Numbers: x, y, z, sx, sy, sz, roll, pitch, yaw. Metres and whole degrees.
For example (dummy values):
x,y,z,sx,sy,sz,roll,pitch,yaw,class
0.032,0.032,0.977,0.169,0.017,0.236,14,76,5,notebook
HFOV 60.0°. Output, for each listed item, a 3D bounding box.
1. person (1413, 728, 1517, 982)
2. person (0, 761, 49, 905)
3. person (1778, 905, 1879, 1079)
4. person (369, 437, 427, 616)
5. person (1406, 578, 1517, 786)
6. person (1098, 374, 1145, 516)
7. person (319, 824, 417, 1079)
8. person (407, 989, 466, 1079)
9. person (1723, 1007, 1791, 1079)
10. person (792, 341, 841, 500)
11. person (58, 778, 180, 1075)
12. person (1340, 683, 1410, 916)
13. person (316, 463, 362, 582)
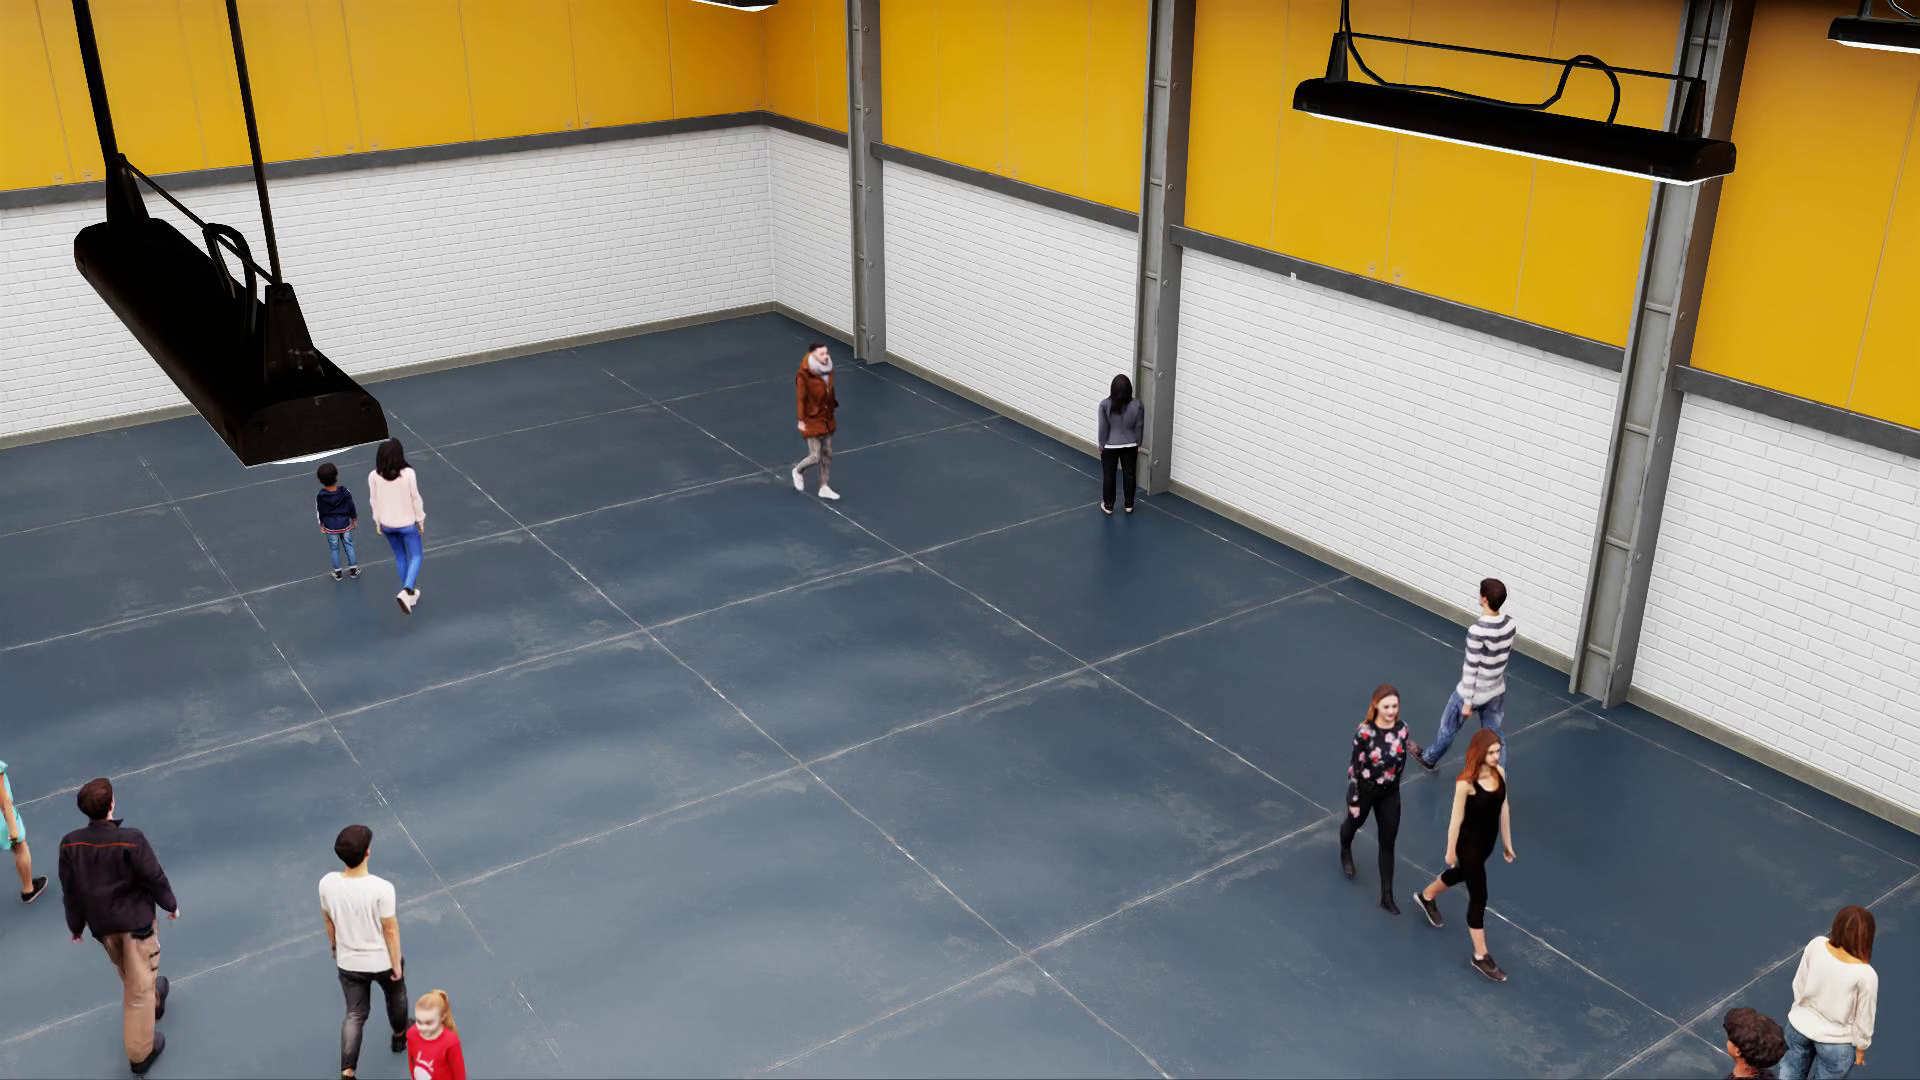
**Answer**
x,y,z,sx,sy,sz,roll,pitch,yaw,class
3.370,1.985,11.073,0.553,1.694,1.112,-15,28,-31,person
-6.663,1.944,11.363,0.935,1.537,1.045,2,24,5,person
4.836,2.759,9.318,0.712,1.682,0.524,-11,26,-24,person
-5.332,-0.104,15.777,0.967,1.754,1.094,-1,24,-2,person
4.057,1.205,12.715,0.767,1.808,1.167,-12,26,-26,person
1.743,-1.054,18.146,0.795,1.597,0.829,-1,24,-3,person
-3.562,2.516,9.862,1.042,1.691,1.164,1,24,3,person
-2.858,3.021,9.236,0.772,1.267,0.832,5,24,10,person
3.893,3.185,8.238,0.638,1.766,0.753,-14,27,-29,person
-1.642,-1.333,18.501,0.938,1.824,0.834,18,29,35,person
-5.063,2.354,9.977,1.039,1.897,1.172,-1,24,-3,person
2.880,1.737,11.718,0.918,1.632,1.154,-3,24,-7,person
-6.236,-0.189,16.634,0.561,1.223,0.535,-9,25,-20,person
